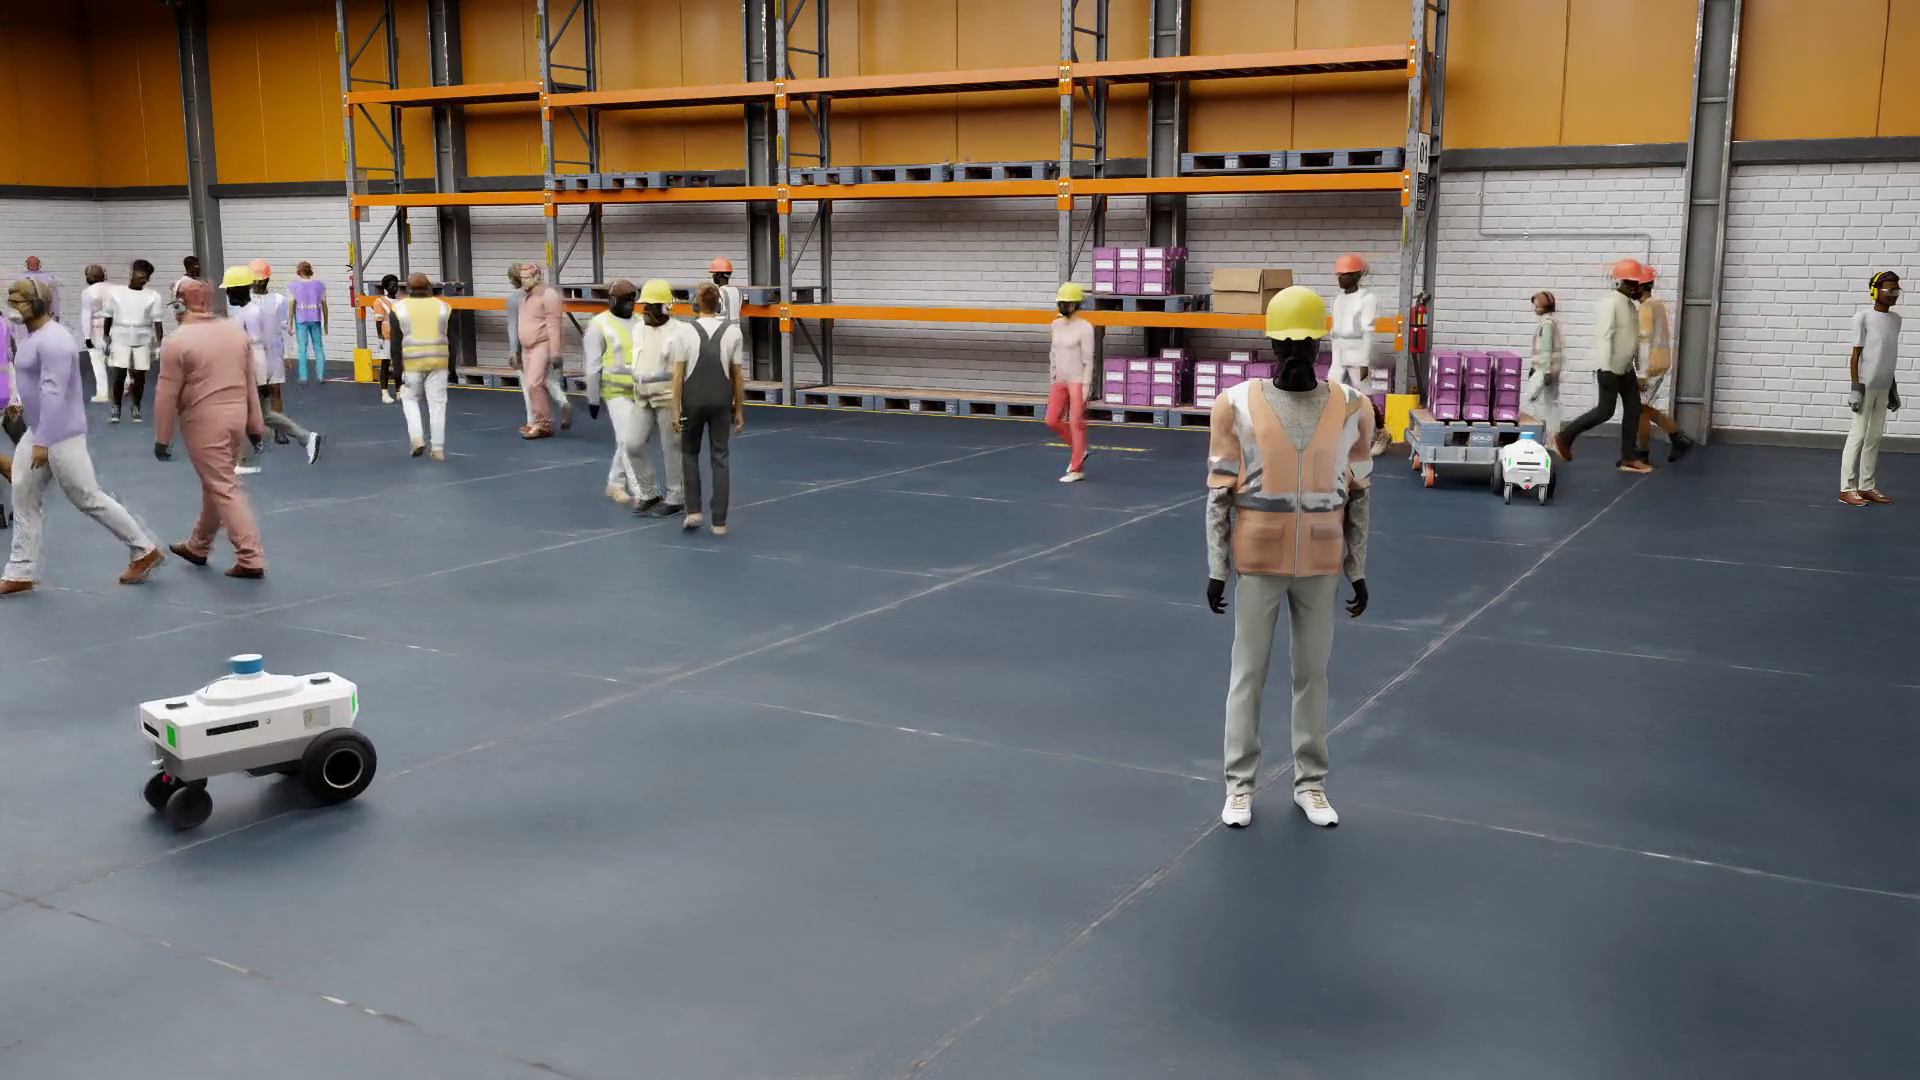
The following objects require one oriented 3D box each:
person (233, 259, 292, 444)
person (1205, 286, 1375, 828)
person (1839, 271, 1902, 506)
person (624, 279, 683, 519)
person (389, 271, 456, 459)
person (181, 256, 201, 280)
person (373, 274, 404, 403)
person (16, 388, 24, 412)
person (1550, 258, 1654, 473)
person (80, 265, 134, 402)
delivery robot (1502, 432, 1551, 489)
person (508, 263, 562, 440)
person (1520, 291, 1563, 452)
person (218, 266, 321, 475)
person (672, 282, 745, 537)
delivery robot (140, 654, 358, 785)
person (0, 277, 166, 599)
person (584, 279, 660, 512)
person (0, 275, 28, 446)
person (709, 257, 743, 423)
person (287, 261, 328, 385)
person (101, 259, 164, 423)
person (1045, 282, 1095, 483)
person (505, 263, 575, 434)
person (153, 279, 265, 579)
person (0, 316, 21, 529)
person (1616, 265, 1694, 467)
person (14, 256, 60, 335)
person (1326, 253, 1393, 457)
[{"bbox_3d":[-7.256,-1.948,17.340,0.542,1.930,0.375,-6,12,-30],"label":"person"},{"bbox_3d":[1.169,0.071,5.915,0.592,1.926,0.366,0,10,-1],"label":"person"},{"bbox_3d":[7.335,-1.210,13.332,0.510,1.872,0.328,-4,11,-24],"label":"person"},{"bbox_3d":[-2.303,-1.050,12.565,0.628,1.814,0.518,6,12,32],"label":"person"},{"bbox_3d":[-5.196,-1.680,16.136,0.633,1.829,0.446,-5,11,-25],"label":"person"},{"bbox_3d":[-11.857,-3.412,25.664,0.370,1.916,0.597,-3,10,-17],"label":"person"},{"bbox_3d":[-7.516,-2.664,22.053,0.320,1.697,0.531,6,12,31],"label":"person"},{"bbox_3d":[-11.892,-2.456,20.439,0.940,1.843,0.610,3,10,15],"label":"person"},{"bbox_3d":[5.965,-1.608,15.299,0.857,1.956,0.627,9,14,43],"label":"person"},{"bbox_3d":[-11.381,-2.743,22.128,0.510,1.826,0.645,4,11,20],"label":"person"},{"bbox_3d":[4.608,-0.636,13.538,0.477,0.478,0.707,3,10,15],"label":"delivery robot"},{"bbox_3d":[-4.599,-1.999,17.741,0.671,1.886,0.613,10,14,43],"label":"person"},{"bbox_3d":[5.831,-1.680,16.687,0.493,1.618,0.596,5,11,26],"label":"person"},{"bbox_3d":[-6.320,-1.536,15.110,0.808,1.892,0.609,-4,11,-21],"label":"person"},{"bbox_3d":[-1.817,-0.942,12.006,0.539,1.803,0.644,-3,10,-16],"label":"person"},{"bbox_3d":[-2.624,0.667,6.160,0.707,0.478,0.477,-9,13,-41],"label":"delivery robot"},{"bbox_3d":[-5.356,-0.621,9.947,0.644,1.904,1.001,9,14,43],"label":"person"},{"bbox_3d":[-2.631,-1.154,13.182,0.844,1.811,0.630,8,13,38],"label":"person"},{"bbox_3d":[-8.711,-1.588,14.986,0.999,2.000,0.705,-1,10,-7],"label":"person"},{"bbox_3d":[-2.765,-2.337,19.513,0.362,1.939,0.542,4,11,20],"label":"person"},{"bbox_3d":[-9.764,-3.240,24.939,0.603,1.838,0.423,-7,12,-33],"label":"person"},{"bbox_3d":[-9.680,-2.321,19.481,0.693,1.915,0.432,-5,11,-24],"label":"person"},{"bbox_3d":[0.971,-1.378,14.590,0.421,1.752,0.559,-8,13,-39],"label":"person"},{"bbox_3d":[-4.584,-2.066,18.107,0.750,1.893,0.688,7,12,34],"label":"person"},{"bbox_3d":[-4.765,-0.688,10.408,0.956,1.857,0.650,4,11,20],"label":"person"},{"bbox_3d":[-7.156,-1.024,12.131,0.423,1.922,0.553,0,10,2],"label":"person"},{"bbox_3d":[6.412,-1.592,15.405,0.631,1.904,0.552,6,12,32],"label":"person"},{"bbox_3d":[-15.320,-3.756,27.642,0.643,1.909,0.410,-6,12,-33],"label":"person"},{"bbox_3d":[3.844,-1.768,16.116,0.961,2.019,0.613,-7,12,-34],"label":"person"}]
